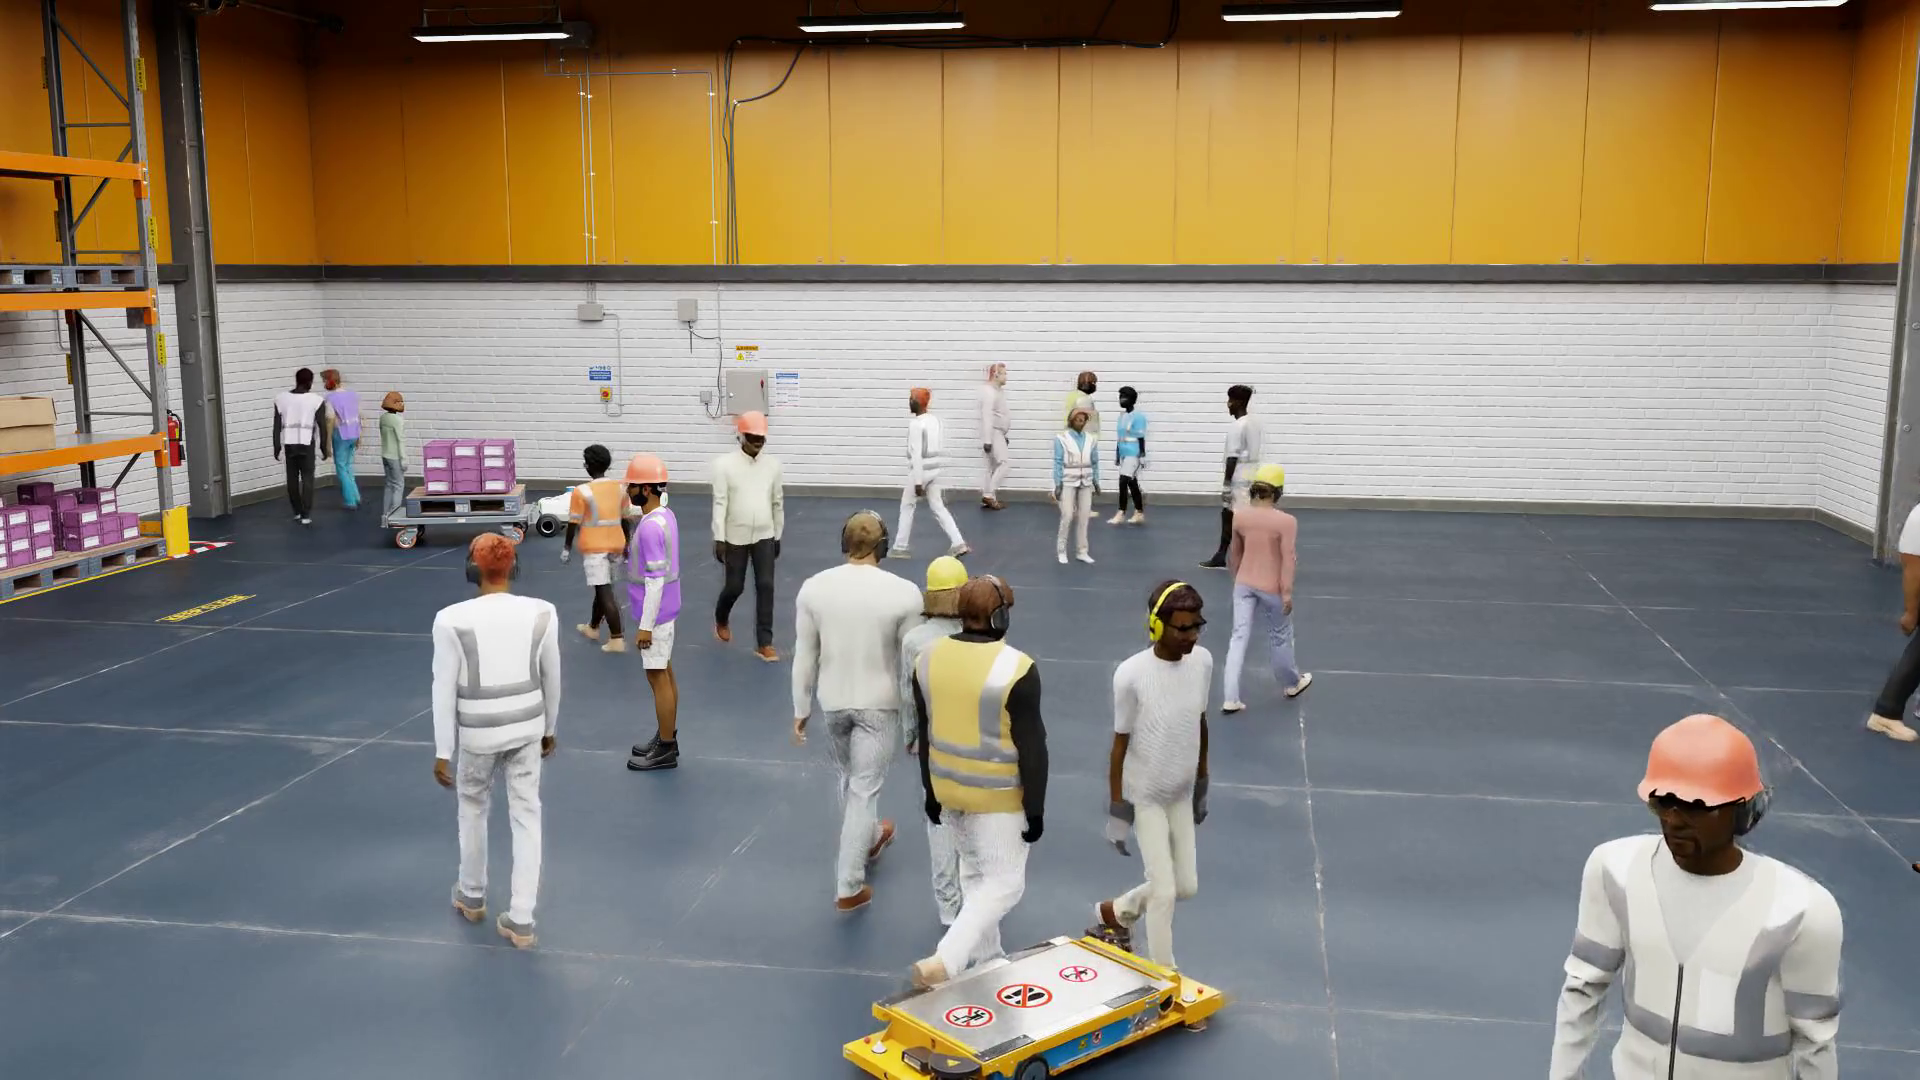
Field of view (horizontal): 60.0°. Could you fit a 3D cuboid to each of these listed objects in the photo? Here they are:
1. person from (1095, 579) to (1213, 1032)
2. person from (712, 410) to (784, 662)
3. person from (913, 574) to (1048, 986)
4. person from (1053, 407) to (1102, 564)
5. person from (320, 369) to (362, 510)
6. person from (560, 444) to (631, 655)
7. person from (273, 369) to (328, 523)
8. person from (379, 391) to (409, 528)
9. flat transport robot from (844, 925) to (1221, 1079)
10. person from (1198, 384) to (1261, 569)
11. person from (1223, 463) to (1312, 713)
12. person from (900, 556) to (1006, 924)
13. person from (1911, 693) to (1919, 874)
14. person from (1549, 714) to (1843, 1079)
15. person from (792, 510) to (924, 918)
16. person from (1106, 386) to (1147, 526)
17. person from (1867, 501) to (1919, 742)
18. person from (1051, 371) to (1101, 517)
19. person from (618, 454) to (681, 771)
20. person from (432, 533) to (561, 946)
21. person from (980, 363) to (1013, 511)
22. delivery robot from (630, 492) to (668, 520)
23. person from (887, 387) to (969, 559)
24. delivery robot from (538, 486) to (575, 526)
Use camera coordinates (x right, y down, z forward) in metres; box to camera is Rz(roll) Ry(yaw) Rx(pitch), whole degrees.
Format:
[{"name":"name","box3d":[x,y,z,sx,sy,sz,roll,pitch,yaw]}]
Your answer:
[{"name":"person","box3d":[0.783,1.034,6.801,0.543,1.837,0.651,-6,11,-32]},{"name":"person","box3d":[-1.698,-0.053,13.121,0.627,1.969,0.759,-5,10,-28]},{"name":"person","box3d":[0.052,1.048,6.794,0.625,1.818,0.741,8,12,41]},{"name":"person","box3d":[1.212,-0.567,17.355,0.532,1.639,0.308,-4,10,-23]},{"name":"person","box3d":[-7.873,-1.261,21.118,0.521,1.808,0.634,2,9,13]},{"name":"person","box3d":[-2.936,0.065,13.312,0.831,1.652,0.551,8,12,39]},{"name":"person","box3d":[-8.029,-1.155,20.331,0.610,1.875,0.756,-1,9,-4]},{"name":"person","box3d":[-6.719,-0.949,19.763,0.496,1.627,0.287,9,13,44]},{"name":"flat transport robot","box3d":[0.308,1.855,6.537,1.431,0.197,0.652,-8,12,-40]},{"name":"person","box3d":[2.897,-0.609,16.759,0.933,1.928,0.616,5,10,27]},{"name":"person","box3d":[2.135,0.322,11.581,0.545,1.716,0.929,7,12,39]},{"name":"person","box3d":[-0.026,0.911,7.950,0.508,1.714,0.792,0,9,-1]},{"name":"person","box3d":[5.123,0.796,8.199,1.031,1.859,0.647,-2,9,-15]},{"name":"person","box3d":[1.808,1.389,4.149,1.066,1.983,0.631,-8,12,-41]},{"name":"person","box3d":[-0.437,0.789,8.112,0.630,1.891,0.986,3,10,20]},{"name":"person","box3d":[1.936,-0.992,19.855,0.708,1.666,0.547,-4,10,-21]},{"name":"person","box3d":[6.226,0.343,10.442,0.688,2.000,1.015,-7,11,-36]},{"name":"person","box3d":[1.477,-1.170,20.534,0.530,1.823,0.633,-1,9,-8]},{"name":"person","box3d":[-1.887,0.438,10.172,0.354,1.939,0.545,-1,9,-4]},{"name":"person","box3d":[-2.163,0.881,7.676,0.616,1.850,0.845,-5,11,-30]},{"name":"person","box3d":[0.464,-1.310,21.180,0.460,1.891,0.654,1,9,4]},{"name":"delivery robot","box3d":[-3.826,-0.451,19.674,0.707,0.478,0.477,-4,10,-22]},{"name":"person","box3d":[-0.343,-0.685,17.482,0.983,1.847,0.585,5,11,30]},{"name":"delivery robot","box3d":[-4.484,-0.375,19.200,0.707,0.478,0.477,-1,9,-4]}]
